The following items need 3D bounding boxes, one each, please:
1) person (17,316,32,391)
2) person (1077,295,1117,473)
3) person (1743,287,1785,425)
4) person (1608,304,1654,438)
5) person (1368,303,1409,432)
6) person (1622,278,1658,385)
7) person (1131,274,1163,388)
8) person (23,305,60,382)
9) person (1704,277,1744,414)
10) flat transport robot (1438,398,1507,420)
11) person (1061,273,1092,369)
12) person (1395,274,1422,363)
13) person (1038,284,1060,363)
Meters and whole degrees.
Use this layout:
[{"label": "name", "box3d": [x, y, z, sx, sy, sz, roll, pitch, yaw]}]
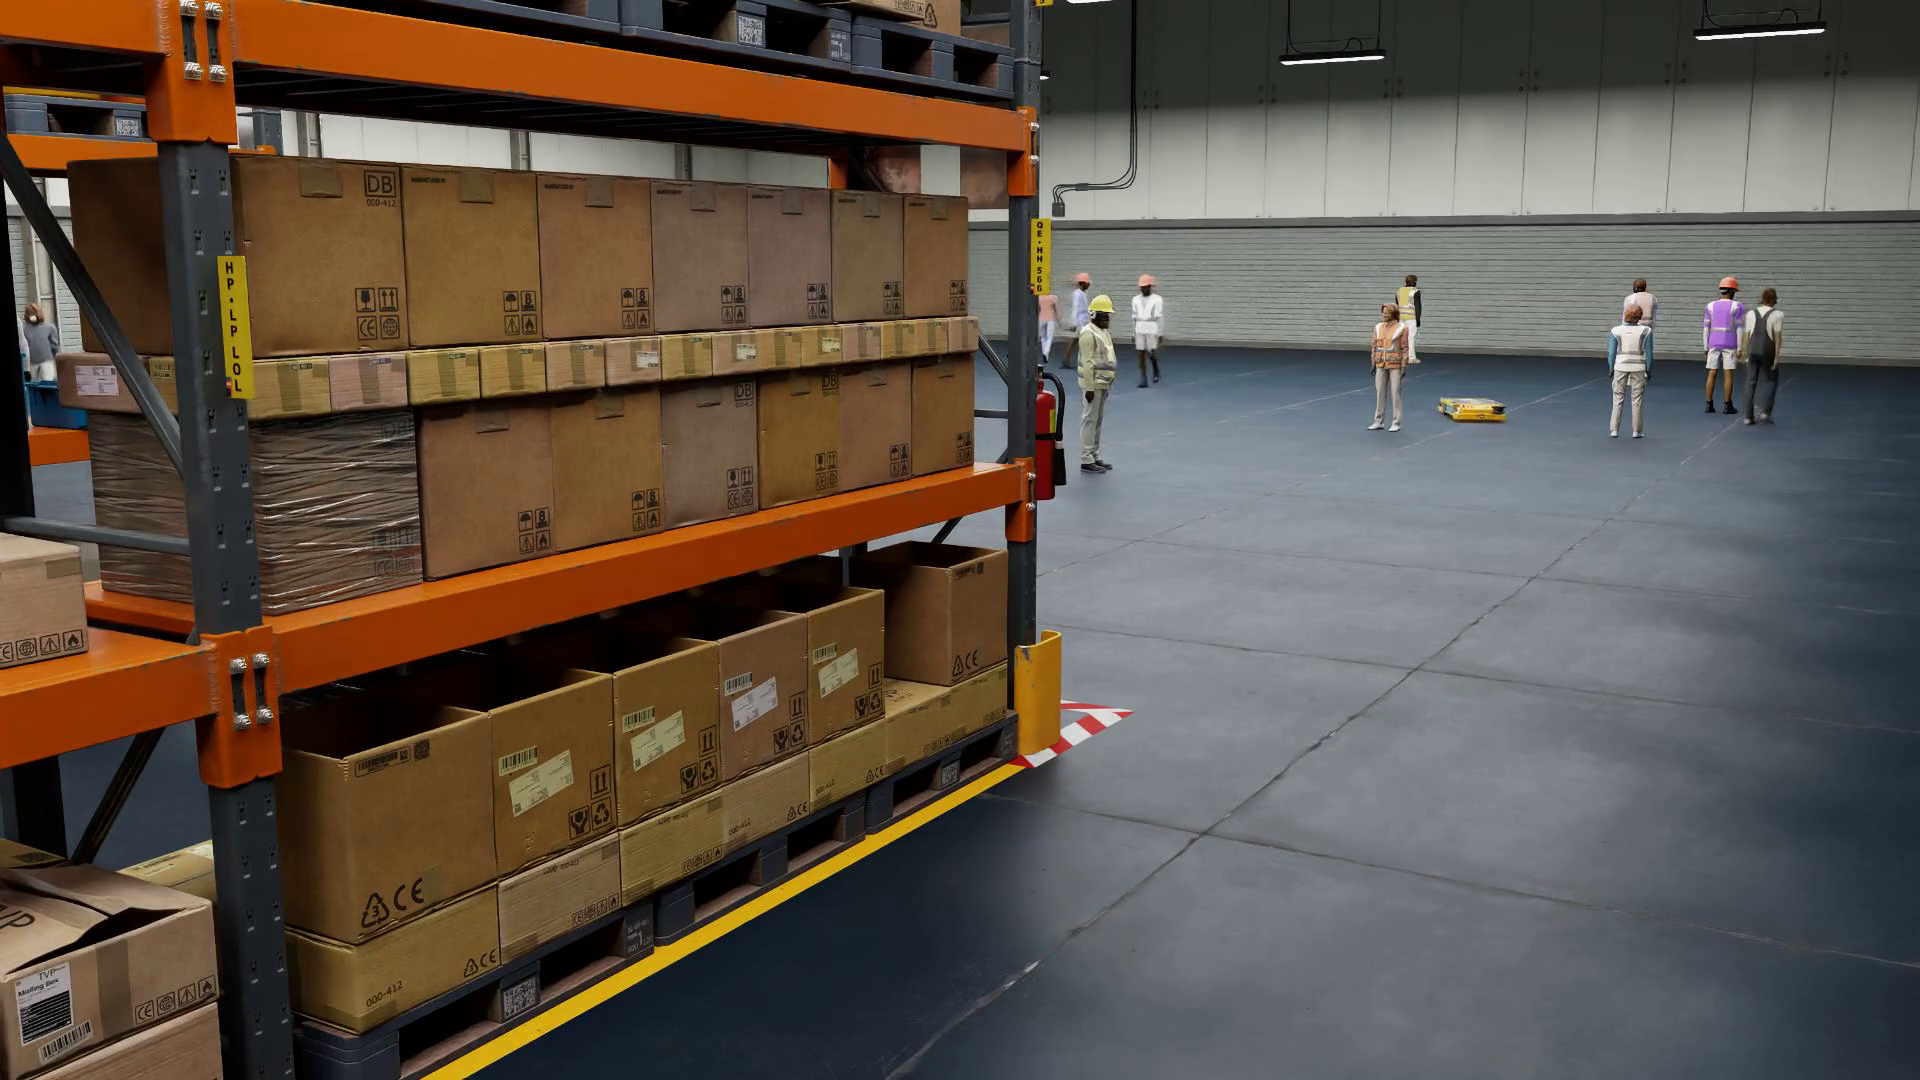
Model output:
[{"label": "person", "box3d": [-11.121, -1.992, 19.384, 0.627, 1.844, 0.429, 1, 10, 5]}, {"label": "person", "box3d": [1.423, -1.611, 17.192, 0.404, 1.828, 0.592, 4, 10, 20]}, {"label": "person", "box3d": [10.611, -2.420, 21.980, 0.590, 1.820, 0.507, -9, 13, -43]}, {"label": "person", "box3d": [8.210, -2.062, 20.387, 0.514, 1.641, 0.309, 5, 11, 27]}, {"label": "person", "box3d": [5.471, -2.199, 21.193, 0.313, 1.636, 0.517, -9, 13, -41]}, {"label": "person", "box3d": [11.706, -3.593, 28.756, 0.619, 1.845, 0.430, -2, 10, -11]}, {"label": "person", "box3d": [3.170, -3.531, 28.150, 0.568, 1.920, 0.524, 6, 11, 30]}, {"label": "person", "box3d": [-12.328, -2.351, 22.239, 0.524, 1.586, 0.868, -4, 10, -21]}, {"label": "person", "box3d": [10.820, -2.749, 23.564, 0.542, 1.928, 0.374, 9, 13, 43]}, {"label": "flat transport robot", "box3d": [7.064, -1.820, 22.969, 0.652, 0.197, 1.431, 1, 10, 6]}, {"label": "person", "box3d": [2.438, -4.280, 32.640, 0.984, 1.883, 0.566, 2, 10, 13]}, {"label": "person", "box3d": [9.377, -4.611, 34.717, 0.430, 1.845, 0.624, -6, 11, -32]}, {"label": "person", "box3d": [1.807, -4.582, 34.826, 0.525, 1.739, 0.791, 3, 10, 18]}]
